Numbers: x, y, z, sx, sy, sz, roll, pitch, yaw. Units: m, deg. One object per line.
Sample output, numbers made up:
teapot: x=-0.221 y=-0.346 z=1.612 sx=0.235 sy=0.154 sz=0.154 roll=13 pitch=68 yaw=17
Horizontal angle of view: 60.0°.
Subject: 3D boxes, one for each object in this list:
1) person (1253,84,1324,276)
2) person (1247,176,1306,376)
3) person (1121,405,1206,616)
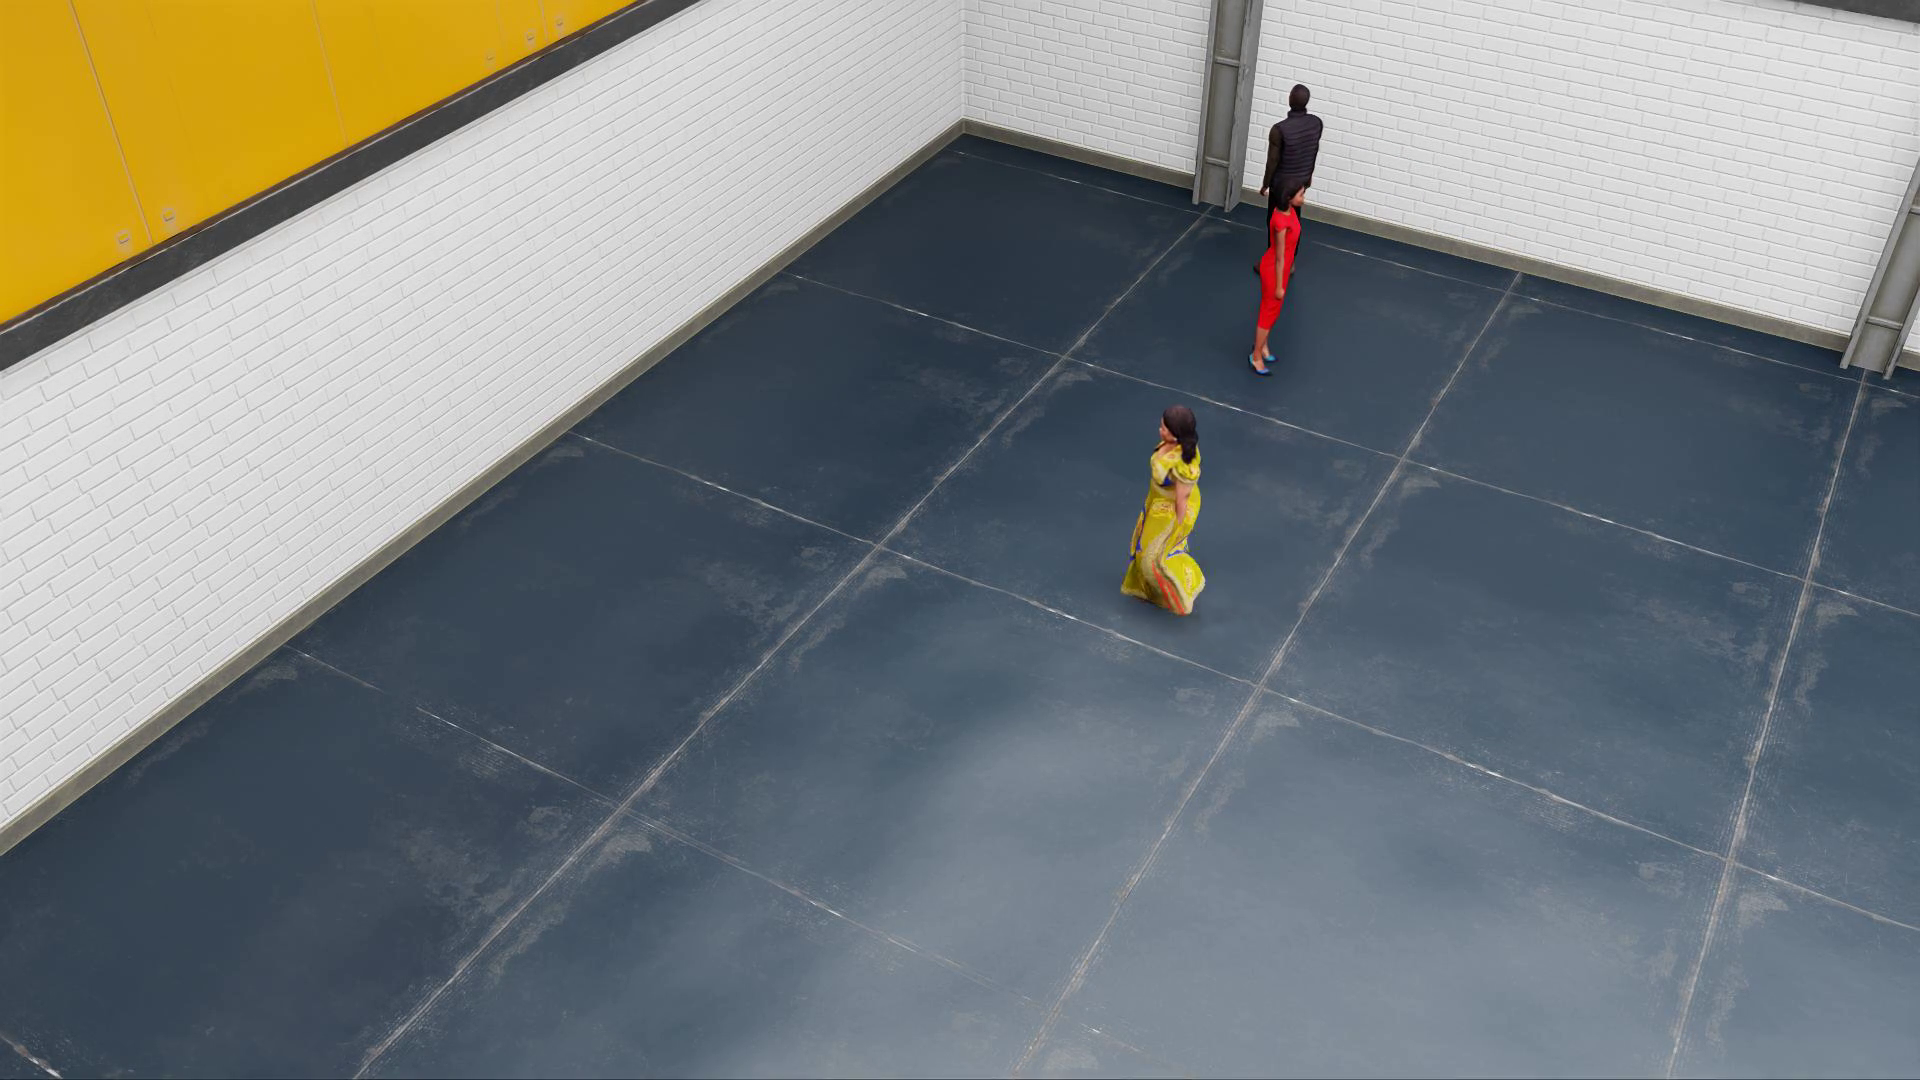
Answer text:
person: x=2.939 y=-3.200 z=14.866 sx=0.777 sy=1.836 sz=0.783 roll=-17 pitch=42 yaw=-20
person: x=2.586 y=-2.177 z=13.661 sx=0.570 sy=1.741 sz=0.611 roll=11 pitch=40 yaw=14
person: x=1.514 y=-0.206 z=11.266 sx=1.032 sy=1.649 sz=0.982 roll=-4 pitch=39 yaw=-4
